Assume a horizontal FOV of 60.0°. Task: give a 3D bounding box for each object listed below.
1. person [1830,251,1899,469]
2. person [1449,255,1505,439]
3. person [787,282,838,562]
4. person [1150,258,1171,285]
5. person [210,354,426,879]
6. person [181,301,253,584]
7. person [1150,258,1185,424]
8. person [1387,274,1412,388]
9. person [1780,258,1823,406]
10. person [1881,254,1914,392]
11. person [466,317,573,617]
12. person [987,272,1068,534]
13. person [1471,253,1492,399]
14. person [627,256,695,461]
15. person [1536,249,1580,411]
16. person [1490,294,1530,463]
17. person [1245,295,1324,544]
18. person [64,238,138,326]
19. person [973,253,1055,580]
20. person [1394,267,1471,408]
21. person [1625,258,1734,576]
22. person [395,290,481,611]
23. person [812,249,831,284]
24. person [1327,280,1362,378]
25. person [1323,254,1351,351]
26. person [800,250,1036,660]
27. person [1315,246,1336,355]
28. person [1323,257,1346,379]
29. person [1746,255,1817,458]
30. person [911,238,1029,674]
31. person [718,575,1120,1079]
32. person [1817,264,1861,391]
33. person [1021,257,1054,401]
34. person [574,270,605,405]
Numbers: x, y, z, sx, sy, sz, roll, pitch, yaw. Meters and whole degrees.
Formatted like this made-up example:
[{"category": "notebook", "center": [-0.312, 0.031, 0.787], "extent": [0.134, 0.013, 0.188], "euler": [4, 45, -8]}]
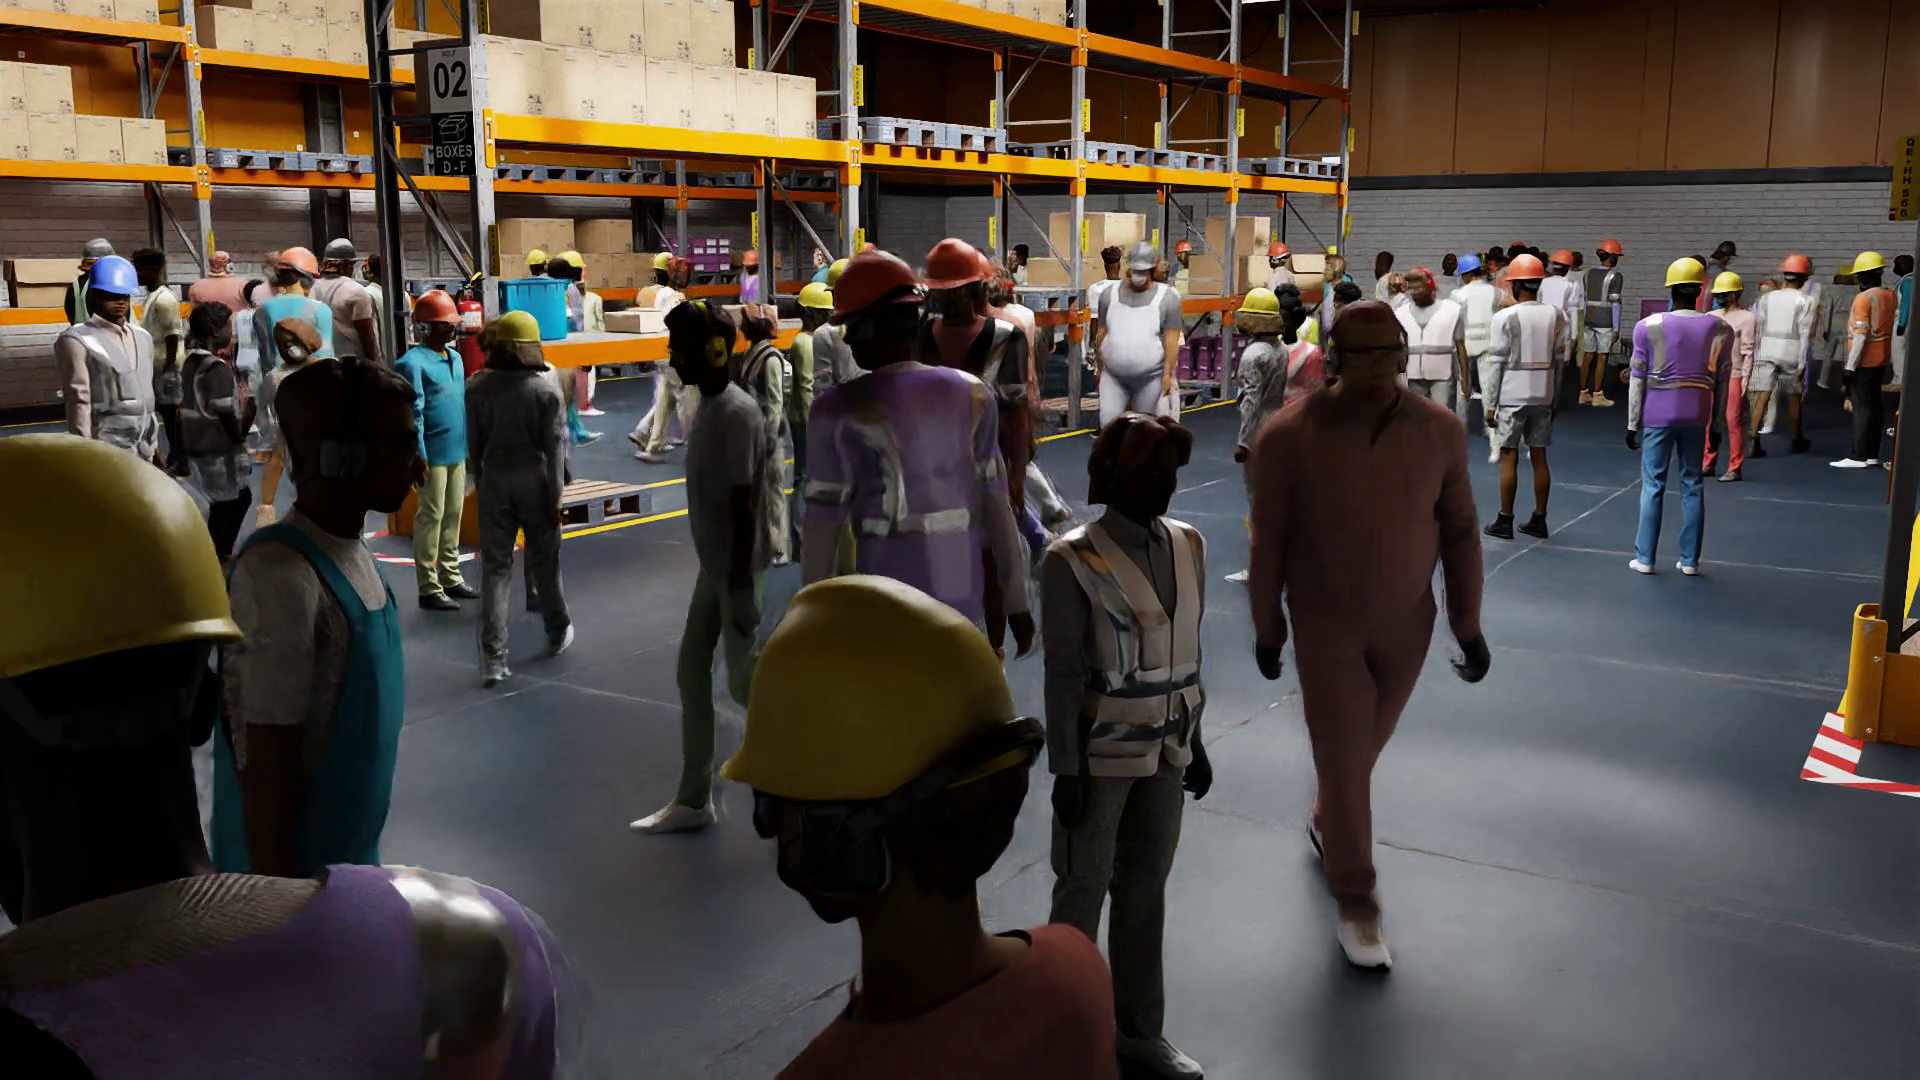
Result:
[{"category": "person", "center": [8.031, -1.588, 14.760], "extent": [0.585, 1.922, 0.378], "euler": [-7, 13, -36]}, {"category": "person", "center": [5.315, -1.984, 17.102], "extent": [0.647, 1.879, 1.021], "euler": [0, 10, 1]}, {"category": "person", "center": [-0.922, -0.738, 10.514], "extent": [0.335, 1.760, 0.523], "euler": [0, 10, 0]}, {"category": "person", "center": [3.508, -4.112, 29.229], "extent": [0.536, 1.743, 0.705], "euler": [4, 11, 23]}, {"category": "person", "center": [-1.152, 0.592, 2.939], "extent": [0.454, 1.826, 0.552], "euler": [-1, 10, -7]}, {"category": "person", "center": [-4.155, -0.509, 9.433], "extent": [0.463, 1.677, 0.551], "euler": [-8, 13, -36]}, {"category": "person", "center": [2.098, -1.958, 17.066], "extent": [0.391, 1.836, 0.561], "euler": [6, 12, 30]}, {"category": "person", "center": [5.068, -2.268, 19.322], "extent": [0.314, 1.636, 0.515], "euler": [-3, 11, -14]}, {"category": "person", "center": [10.115, -2.503, 20.154], "extent": [0.800, 1.804, 0.510], "euler": [-9, 14, -42]}, {"category": "person", "center": [12.625, -2.902, 22.315], "extent": [0.429, 1.832, 0.635], "euler": [5, 11, 24]}, {"category": "person", "center": [-2.374, -0.378, 8.928], "extent": [0.564, 1.617, 0.358], "euler": [-8, 13, -38]}, {"category": "person", "center": [0.317, -0.865, 11.036], "extent": [0.955, 1.840, 0.608], "euler": [-9, 14, -42]}, {"category": "person", "center": [6.604, -2.728, 21.259], "extent": [0.333, 1.860, 0.509], "euler": [2, 10, 9]}, {"category": "person", "center": [-2.638, -1.629, 15.122], "extent": [0.841, 1.868, 0.675], "euler": [-4, 11, -19]}, {"category": "person", "center": [6.902, -2.415, 19.339], "extent": [0.592, 1.918, 0.409], "euler": [8, 13, 36]}, {"category": "person", "center": [5.115, -1.514, 15.251], "extent": [0.729, 1.596, 0.515], "euler": [-10, 14, -44]}, {"category": "person", "center": [2.236, -0.829, 11.264], "extent": [0.836, 1.669, 0.531], "euler": [-8, 13, -37]}, {"category": "person", "center": [-7.879, -1.768, 15.424], "extent": [0.672, 2.000, 0.536], "euler": [5, 12, 28]}, {"category": "person", "center": [0.174, -0.642, 9.391], "extent": [0.658, 1.969, 0.627], "euler": [-10, 14, -44]}, {"category": "person", "center": [3.642, -1.219, 13.013], "extent": [0.608, 1.805, 0.729], "euler": [7, 13, 35]}, {"category": "person", "center": [4.332, -0.737, 10.070], "extent": [0.581, 1.919, 0.396], "euler": [1, 10, 4]}, {"category": "person", "center": [-2.859, -0.498, 9.187], "extent": [0.329, 1.750, 0.573], "euler": [2, 10, 11]}, {"category": "person", "center": [-1.979, -3.211, 23.850], "extent": [0.402, 1.900, 0.704], "euler": [1, 10, 8]}, {"category": "person", "center": [3.140, -1.257, 13.549], "extent": [0.320, 1.697, 0.531], "euler": [0, 10, 0]}, {"category": "person", "center": [4.964, -2.835, 21.887], "extent": [0.393, 1.842, 0.564], "euler": [-3, 11, -16]}, {"category": "person", "center": [-0.159, 0.172, 4.824], "extent": [0.672, 1.984, 0.881], "euler": [-8, 13, -38]}, {"category": "person", "center": [5.793, -3.653, 26.187], "extent": [0.384, 1.928, 0.589], "euler": [1, 10, 6]}, {"category": "person", "center": [4.034, -2.100, 17.860], "extent": [0.381, 1.837, 0.569], "euler": [2, 10, 9]}, {"category": "person", "center": [7.698, -1.708, 15.544], "extent": [0.986, 1.891, 0.563], "euler": [-9, 13, -40]}, {"category": "person", "center": [-0.001, -0.301, 7.334], "extent": [0.613, 2.033, 0.411], "euler": [3, 11, 18]}, {"category": "person", "center": [-0.053, 0.900, 1.434], "extent": [0.333, 1.759, 0.517], "euler": [7, 12, 33]}, {"category": "person", "center": [11.888, -2.863, 22.441], "extent": [0.498, 1.696, 0.913], "euler": [2, 10, 9]}, {"category": "person", "center": [0.872, -2.361, 19.328], "extent": [0.596, 1.824, 0.403], "euler": [-8, 13, -39]}, {"category": "person", "center": [-4.713, -2.540, 20.705], "extent": [0.576, 1.687, 0.964], "euler": [-1, 10, -5]}]
